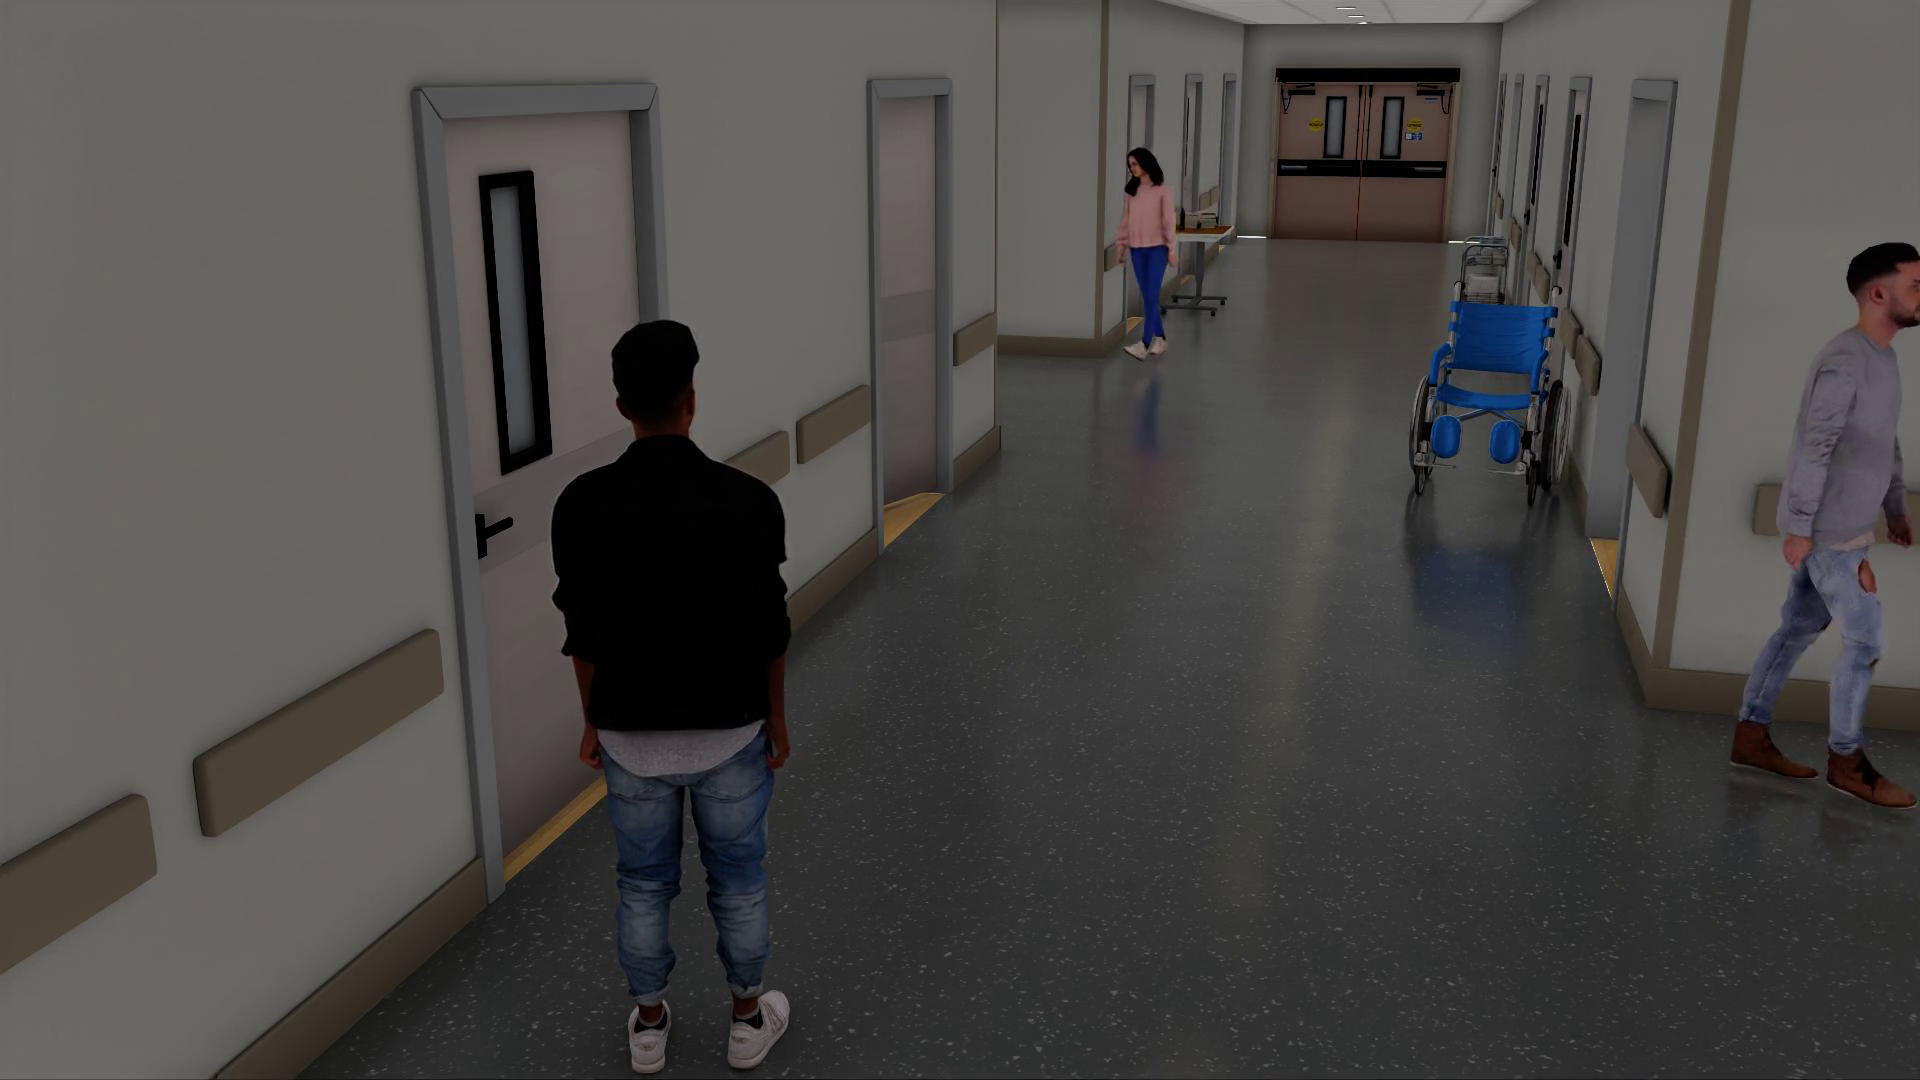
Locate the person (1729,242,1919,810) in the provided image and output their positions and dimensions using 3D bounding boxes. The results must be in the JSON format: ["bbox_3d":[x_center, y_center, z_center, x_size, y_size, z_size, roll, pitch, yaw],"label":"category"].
[{"bbox_3d":[2.802,-0.067,5.516,0.908,1.819,0.883,11,19,35],"label":"person"}]

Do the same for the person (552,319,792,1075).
[{"bbox_3d":[-0.656,0.394,3.895,0.750,1.812,0.692,0,16,0],"label":"person"}]

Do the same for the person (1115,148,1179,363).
[{"bbox_3d":[1.604,-2.340,13.796,0.973,1.701,1.183,12,20,37],"label":"person"}]
